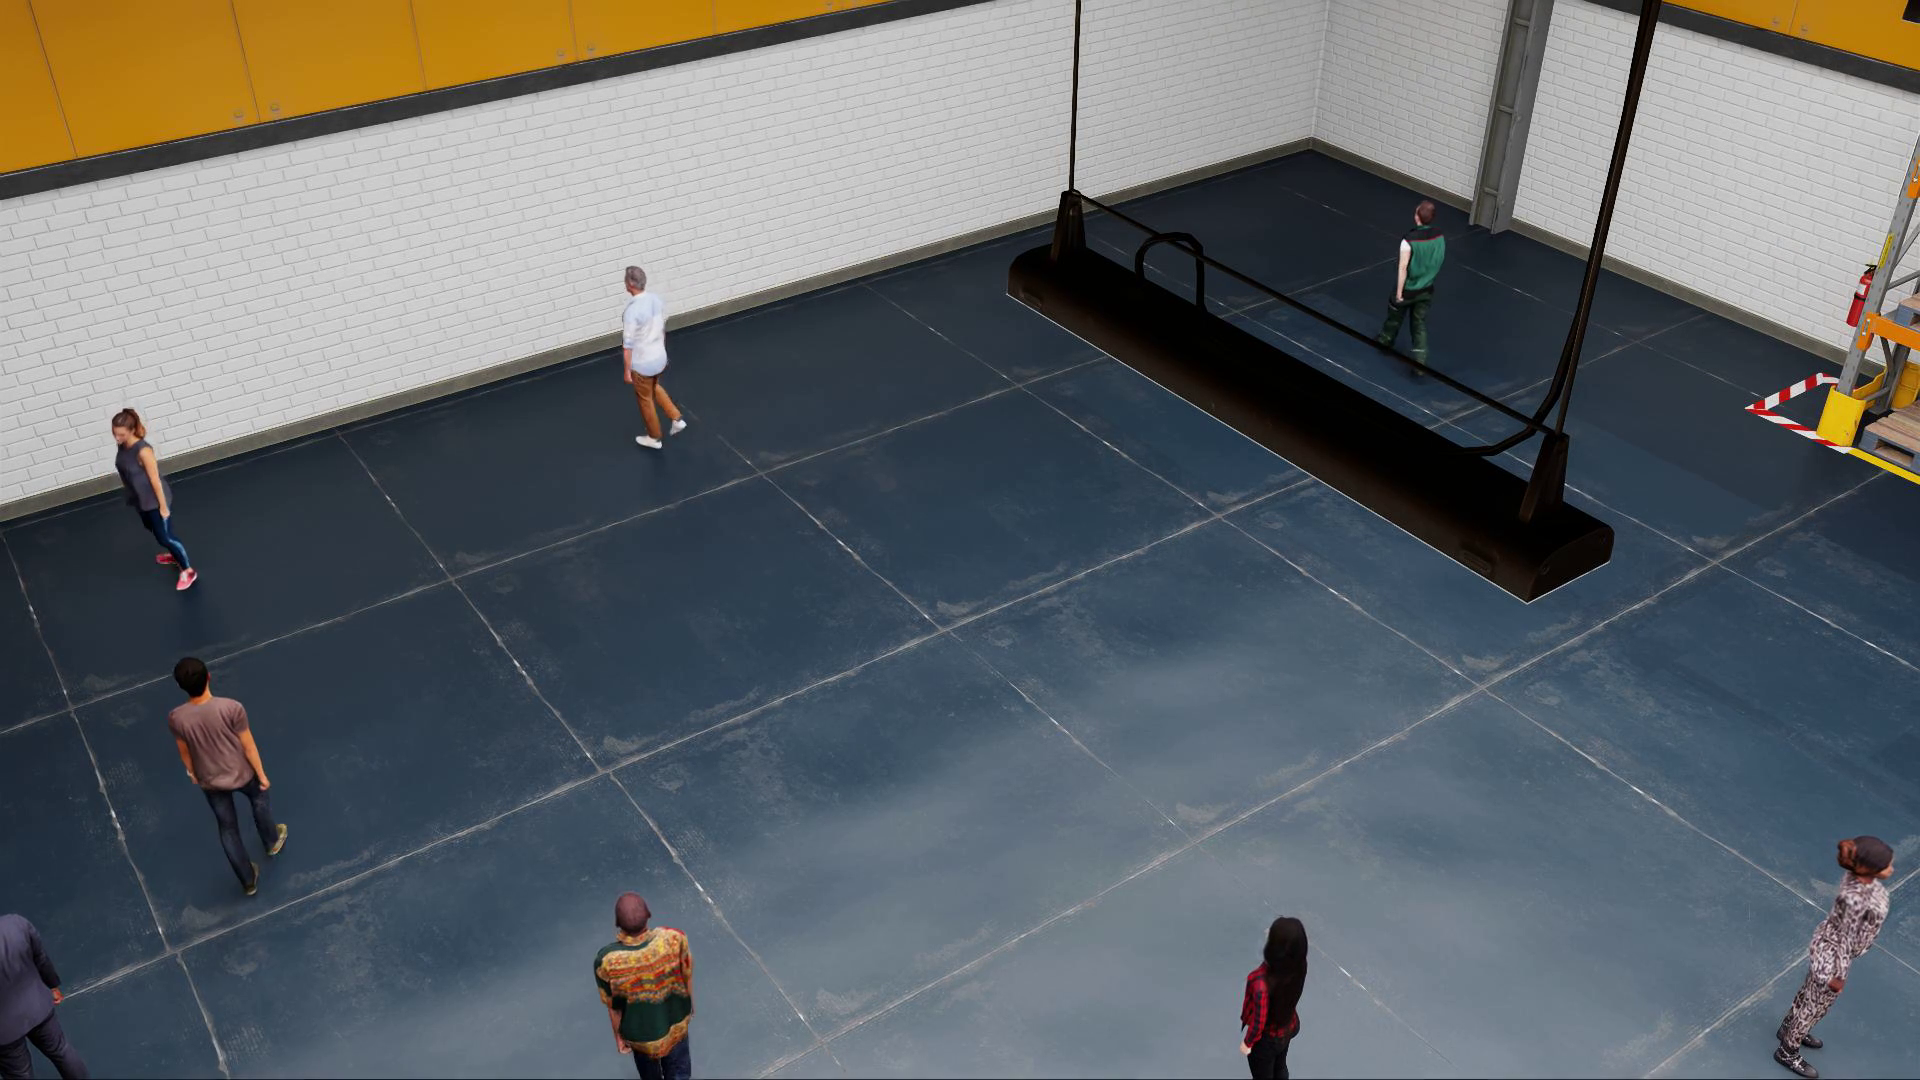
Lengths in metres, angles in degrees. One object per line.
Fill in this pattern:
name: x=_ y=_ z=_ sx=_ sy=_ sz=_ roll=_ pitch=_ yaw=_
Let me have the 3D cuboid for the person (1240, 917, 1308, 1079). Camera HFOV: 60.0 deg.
person: x=1.719 y=2.667 z=9.082 sx=0.594 sy=1.659 sz=0.636 roll=25 pitch=41 yaw=32

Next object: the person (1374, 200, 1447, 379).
person: x=4.608 y=-2.495 z=16.721 sx=0.916 sy=1.800 sz=1.223 roll=-9 pitch=35 yaw=-13

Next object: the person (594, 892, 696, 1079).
person: x=-1.631 y=2.657 z=8.989 sx=0.954 sy=1.779 sz=1.258 roll=-8 pitch=34 yaw=-11

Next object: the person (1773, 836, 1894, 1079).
person: x=4.996 y=2.354 z=9.503 sx=0.690 sy=1.714 sz=0.666 roll=18 pitch=38 yaw=25

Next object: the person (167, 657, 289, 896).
person: x=-4.709 y=1.567 z=10.645 sx=0.831 sy=1.759 sz=0.944 roll=-8 pitch=34 yaw=-11

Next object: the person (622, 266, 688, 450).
person: x=-2.838 y=-1.665 z=15.462 sx=0.887 sy=1.812 sz=0.843 roll=14 pitch=36 yaw=21

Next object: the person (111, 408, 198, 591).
person: x=-6.584 y=-0.340 z=13.575 sx=0.919 sy=1.692 sz=0.712 roll=-28 pitch=43 yaw=-35

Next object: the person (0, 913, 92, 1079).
person: x=-5.156 y=2.583 z=9.060 sx=0.722 sy=1.824 sz=0.774 roll=21 pitch=39 yaw=29
